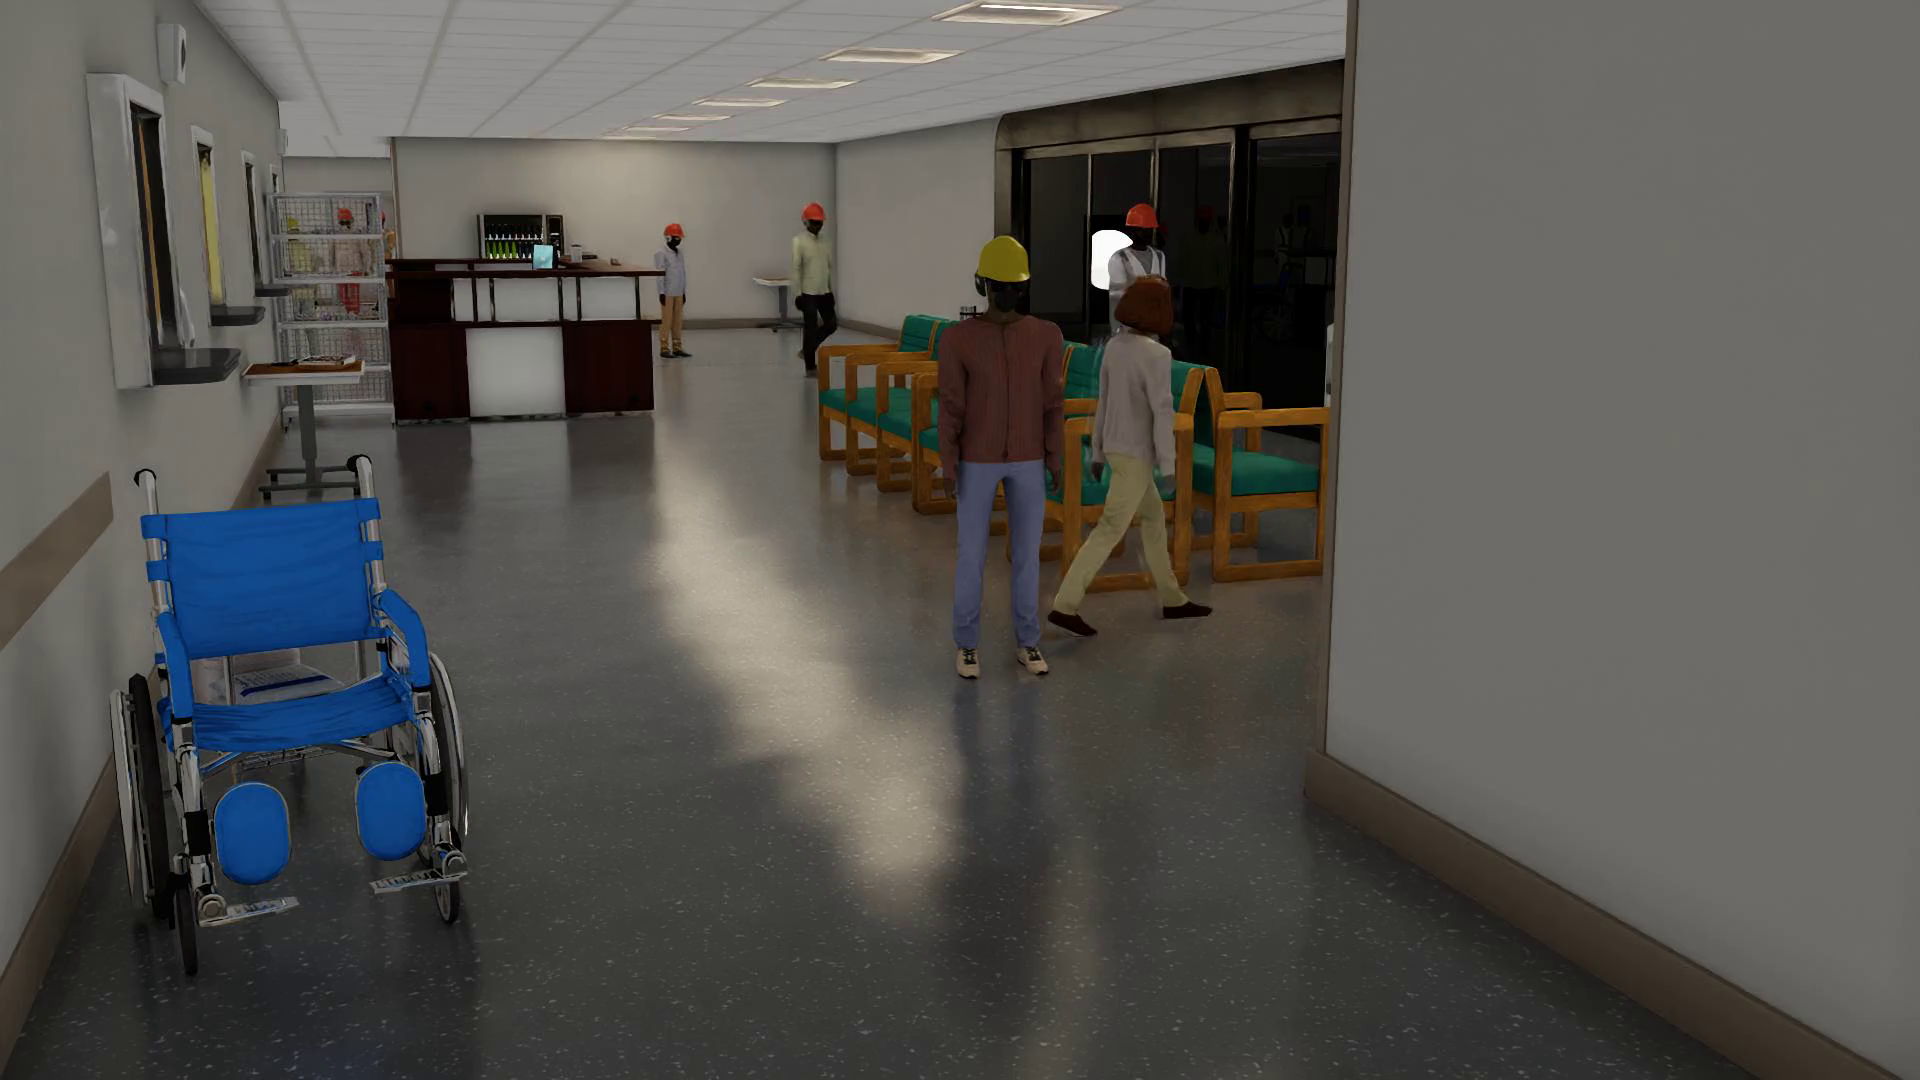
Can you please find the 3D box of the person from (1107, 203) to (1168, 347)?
[{"bbox_3d":[1.431,-1.697,13.260,0.544,1.933,0.379,-7,13,-32],"label":"person"}]

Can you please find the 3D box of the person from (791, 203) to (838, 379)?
[{"bbox_3d":[-1.667,-2.818,18.857,0.492,1.977,0.650,9,14,38],"label":"person"}]

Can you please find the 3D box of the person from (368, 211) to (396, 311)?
[{"bbox_3d":[-11.157,-5.367,32.057,0.571,1.938,0.373,2,11,9],"label":"person"}]

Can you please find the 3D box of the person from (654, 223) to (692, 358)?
[{"bbox_3d":[-3.718,-3.233,21.592,0.360,1.742,0.566,6,12,27],"label":"person"}]

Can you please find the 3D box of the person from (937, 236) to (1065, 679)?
[{"bbox_3d":[0.167,-0.314,6.589,0.518,1.756,0.351,-3,11,-15],"label":"person"}]

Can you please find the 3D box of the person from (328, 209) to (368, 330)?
[{"bbox_3d":[-9.983,-4.433,27.182,0.629,1.974,0.769,-1,11,-7],"label":"person"}]

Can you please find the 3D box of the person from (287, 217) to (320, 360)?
[{"bbox_3d":[-7.876,-2.904,19.722,0.411,1.825,0.598,8,14,35],"label":"person"}]

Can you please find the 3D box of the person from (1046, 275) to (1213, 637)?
[{"bbox_3d":[0.751,-0.366,7.307,0.883,1.584,0.504,-4,12,-20],"label":"person"}]
